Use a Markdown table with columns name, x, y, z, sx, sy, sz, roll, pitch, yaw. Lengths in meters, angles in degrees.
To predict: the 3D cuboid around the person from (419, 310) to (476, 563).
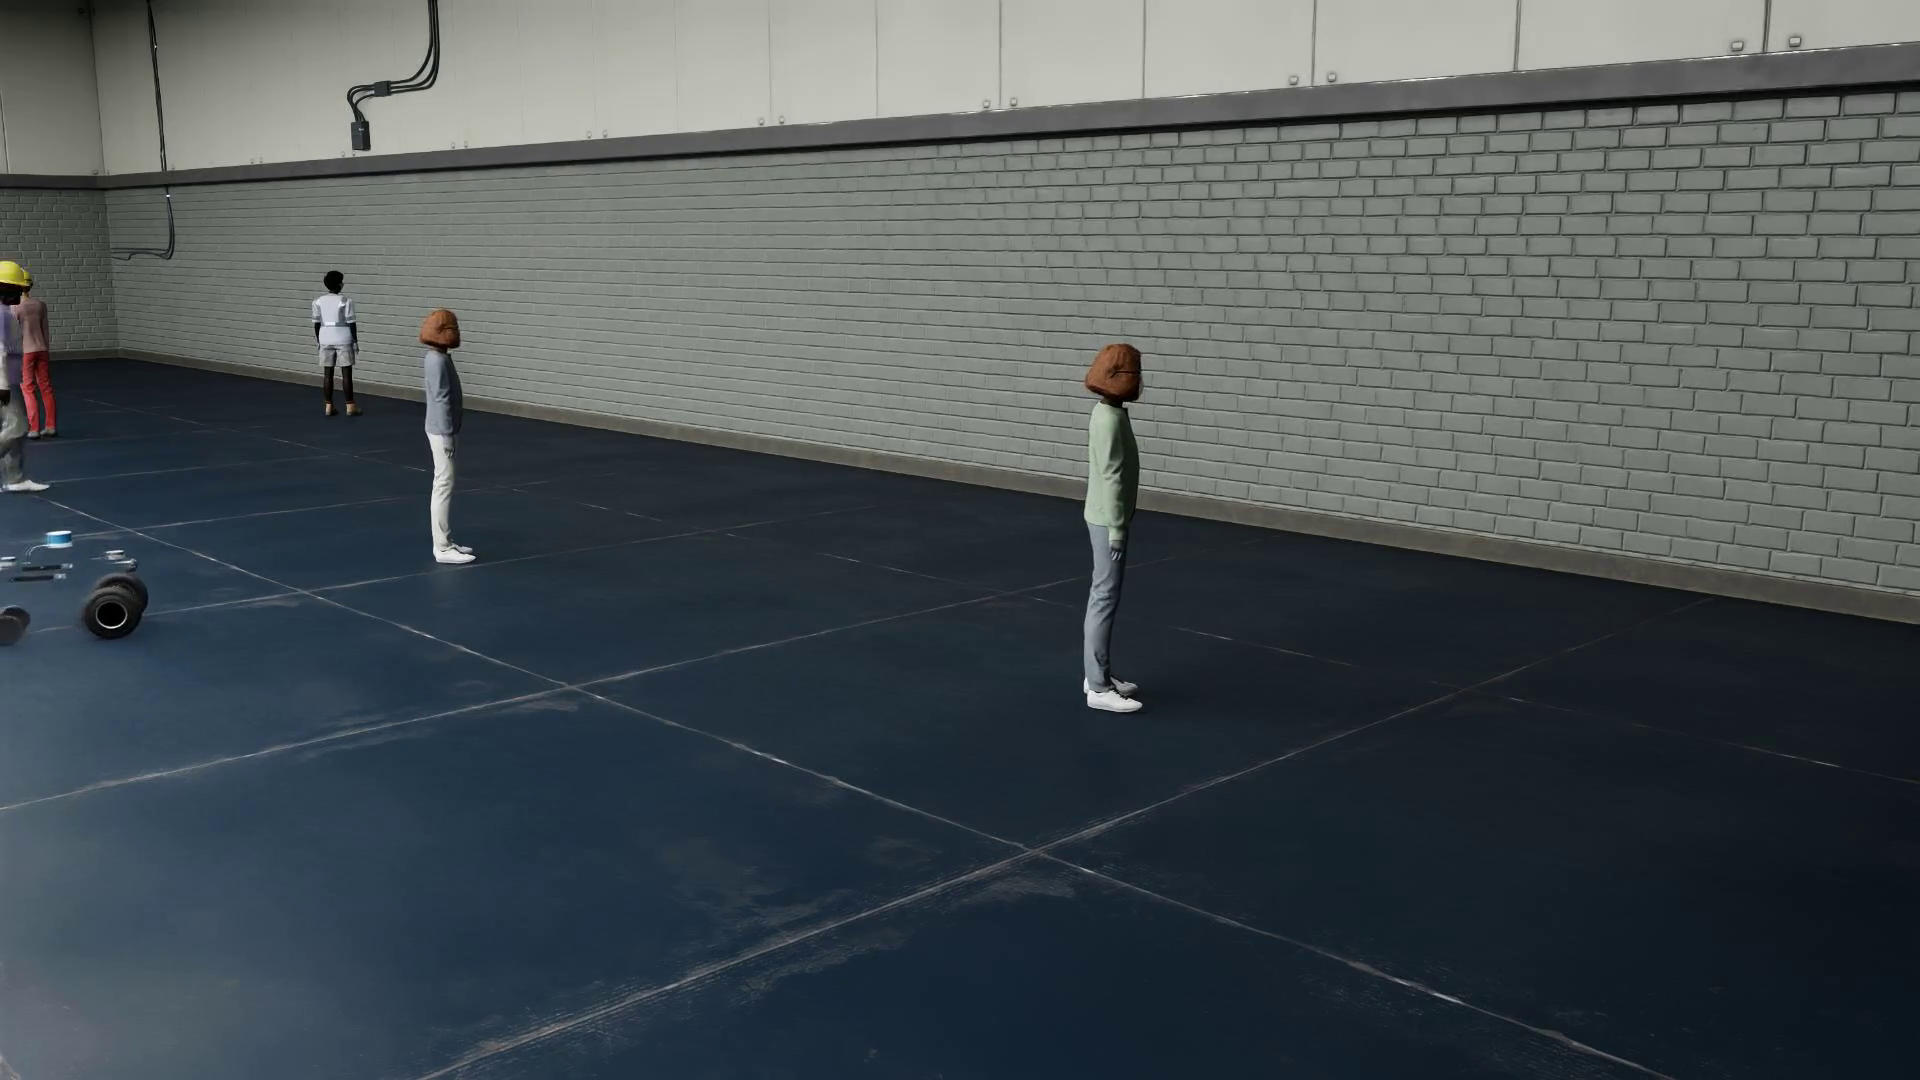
| name | x | y | z | sx | sy | sz | roll | pitch | yaw |
| --- | --- | --- | --- | --- | --- | --- | --- | --- | --- |
| person | -3.345 | -0.677 | 10.831 | 0.272 | 1.632 | 0.508 | -3 | 11 | -18 |

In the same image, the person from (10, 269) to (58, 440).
| name | x | y | z | sx | sy | sz | roll | pitch | yaw |
| --- | --- | --- | --- | --- | --- | --- | --- | --- | --- |
| person | -9.717 | -1.939 | 17.347 | 0.316 | 1.769 | 0.523 | 3 | 11 | 16 |

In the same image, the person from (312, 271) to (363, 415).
| name | x | y | z | sx | sy | sz | roll | pitch | yaw |
| --- | --- | --- | --- | --- | --- | --- | --- | --- | --- |
| person | -7.353 | -2.323 | 19.633 | 0.539 | 1.695 | 0.319 | 1 | 10 | 8 |

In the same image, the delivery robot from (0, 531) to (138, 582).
| name | x | y | z | sx | sy | sz | roll | pitch | yaw |
| --- | --- | --- | --- | --- | --- | --- | --- | --- | --- |
| delivery robot | -4.780 | 0.069 | 8.856 | 0.698 | 0.223 | 0.335 | -4 | 11 | -21 |

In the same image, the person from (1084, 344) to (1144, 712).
| name | x | y | z | sx | sy | sz | roll | pitch | yaw |
| --- | --- | --- | --- | --- | --- | --- | --- | --- | --- |
| person | 0.689 | -0.062 | 7.480 | 0.276 | 1.632 | 0.507 | 1 | 10 | 3 |

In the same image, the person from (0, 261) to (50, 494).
| name | x | y | z | sx | sy | sz | roll | pitch | yaw |
| --- | --- | --- | --- | --- | --- | --- | --- | --- | --- |
| person | -7.774 | -1.307 | 13.527 | 0.525 | 1.902 | 0.620 | -5 | 11 | -24 |
